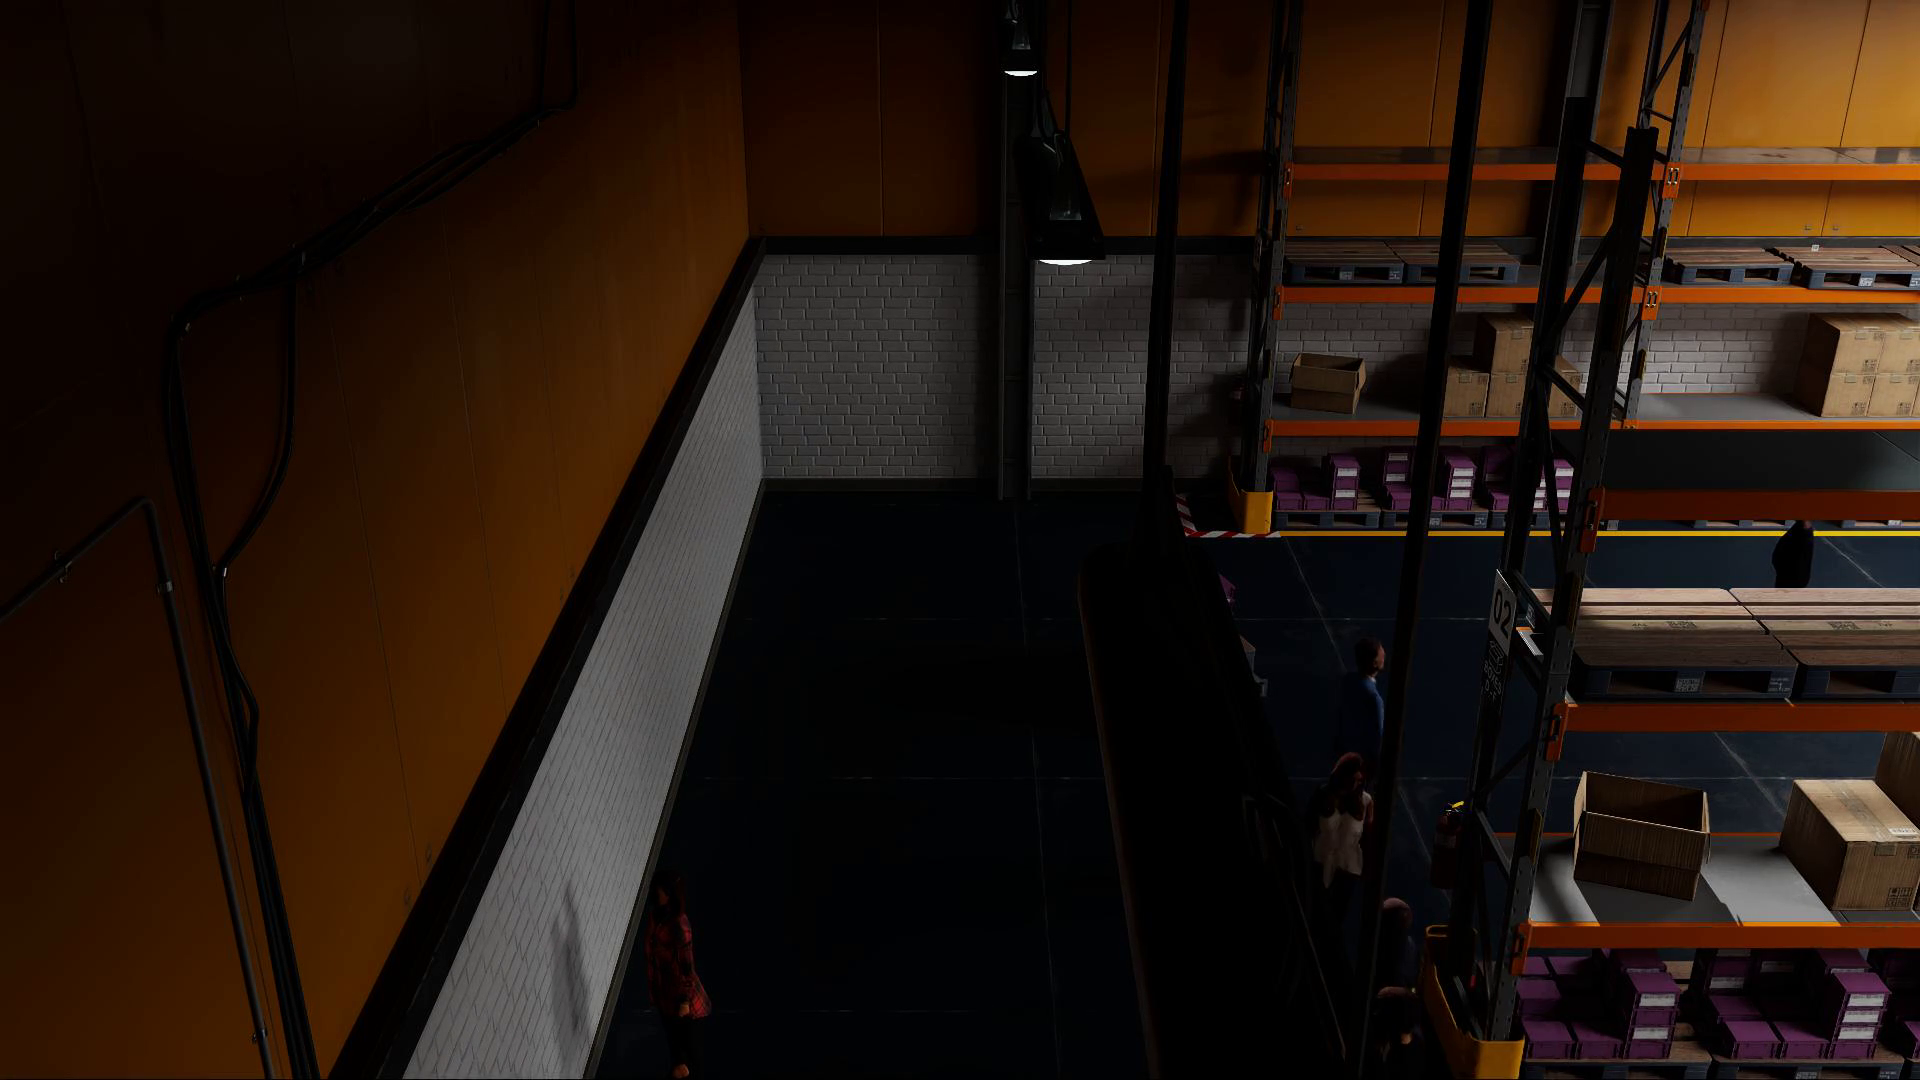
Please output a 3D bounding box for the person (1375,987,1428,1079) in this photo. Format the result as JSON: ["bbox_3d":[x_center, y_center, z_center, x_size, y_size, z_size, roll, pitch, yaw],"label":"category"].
[{"bbox_3d":[2.381,3.191,8.869,0.933,1.847,0.805,8,25,18],"label":"person"}]

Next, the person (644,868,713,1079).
[{"bbox_3d":[-1.736,2.719,10.127,0.738,1.704,0.700,-17,29,-34],"label":"person"}]

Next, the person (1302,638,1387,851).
[{"bbox_3d":[2.949,1.593,12.584,1.070,1.799,0.752,-5,24,-11],"label":"person"}]

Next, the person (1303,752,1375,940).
[{"bbox_3d":[2.591,2.163,11.310,0.677,1.775,0.792,15,28,31],"label":"person"}]
